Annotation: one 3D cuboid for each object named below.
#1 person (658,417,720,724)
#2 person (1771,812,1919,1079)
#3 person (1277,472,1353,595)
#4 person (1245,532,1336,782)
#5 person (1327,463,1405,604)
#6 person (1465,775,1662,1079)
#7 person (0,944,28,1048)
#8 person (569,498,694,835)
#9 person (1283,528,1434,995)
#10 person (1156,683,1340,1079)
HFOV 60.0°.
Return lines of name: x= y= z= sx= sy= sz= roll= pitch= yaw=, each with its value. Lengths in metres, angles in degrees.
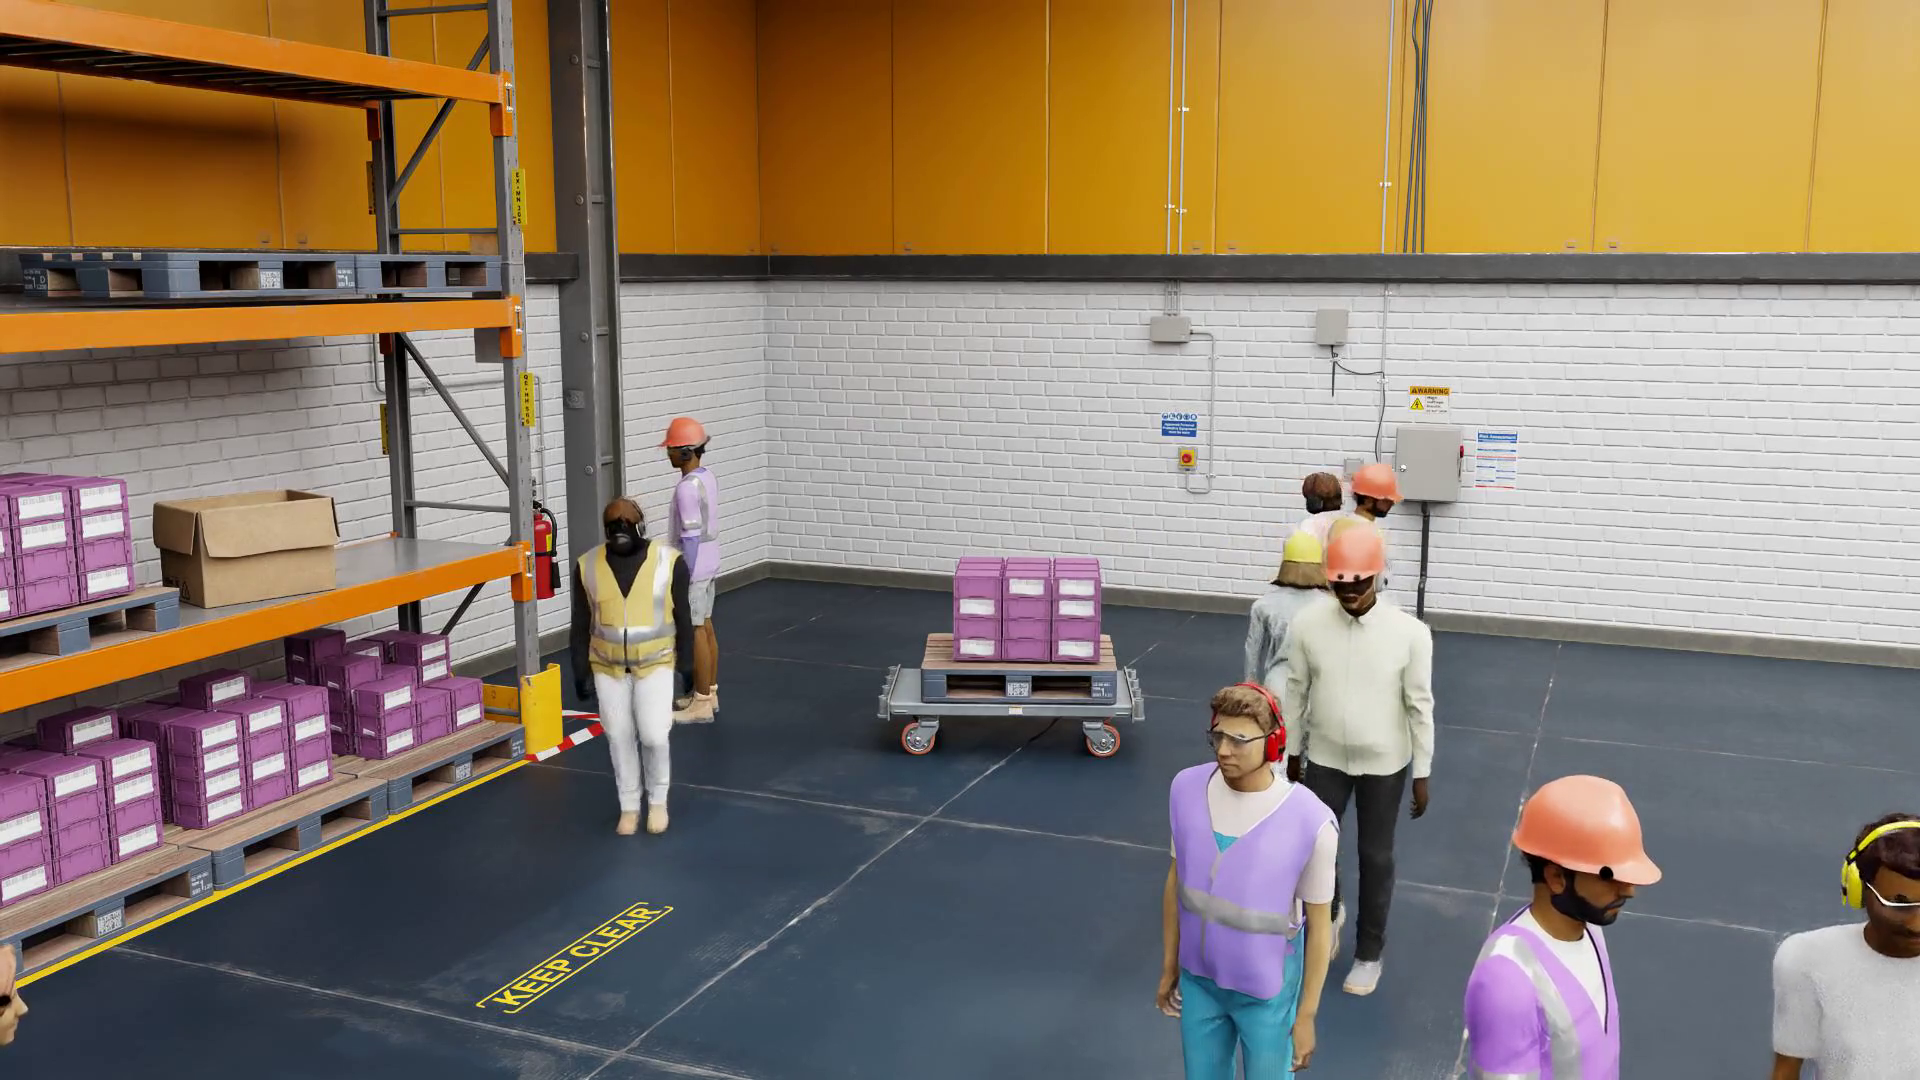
person: x=-1.790 y=0.201 z=11.055 sx=0.372 sy=2.045 sz=0.605 roll=1 pitch=9 yaw=3
person: x=2.106 y=1.500 z=3.779 sx=0.548 sy=1.842 sz=0.407 roll=3 pitch=10 yaw=19
person: x=2.247 y=0.501 z=10.002 sx=0.636 sy=1.810 sz=0.814 roll=-3 pitch=10 yaw=-17
person: x=1.694 y=0.812 z=8.403 sx=0.496 sy=1.693 sz=0.879 roll=1 pitch=9 yaw=7
person: x=2.228 y=0.494 z=9.671 sx=0.609 sy=1.915 sz=0.591 roll=-3 pitch=10 yaw=-17
person: x=1.332 y=1.462 z=3.745 sx=0.372 sy=1.933 sz=0.552 roll=7 pitch=12 yaw=36
person: x=-2.096 y=1.650 z=3.540 sx=0.317 sy=1.630 sz=0.510 roll=-7 pitch=12 yaw=-36
person: x=-1.745 y=0.680 z=8.822 sx=0.652 sy=1.818 sz=0.491 roll=0 pitch=9 yaw=0
person: x=1.636 y=0.916 z=6.910 sx=0.638 sy=1.974 sz=0.466 roll=4 pitch=10 yaw=24
person: x=0.837 y=1.312 z=4.916 sx=0.564 sy=1.847 sz=0.390 roll=8 pitch=13 yaw=42
